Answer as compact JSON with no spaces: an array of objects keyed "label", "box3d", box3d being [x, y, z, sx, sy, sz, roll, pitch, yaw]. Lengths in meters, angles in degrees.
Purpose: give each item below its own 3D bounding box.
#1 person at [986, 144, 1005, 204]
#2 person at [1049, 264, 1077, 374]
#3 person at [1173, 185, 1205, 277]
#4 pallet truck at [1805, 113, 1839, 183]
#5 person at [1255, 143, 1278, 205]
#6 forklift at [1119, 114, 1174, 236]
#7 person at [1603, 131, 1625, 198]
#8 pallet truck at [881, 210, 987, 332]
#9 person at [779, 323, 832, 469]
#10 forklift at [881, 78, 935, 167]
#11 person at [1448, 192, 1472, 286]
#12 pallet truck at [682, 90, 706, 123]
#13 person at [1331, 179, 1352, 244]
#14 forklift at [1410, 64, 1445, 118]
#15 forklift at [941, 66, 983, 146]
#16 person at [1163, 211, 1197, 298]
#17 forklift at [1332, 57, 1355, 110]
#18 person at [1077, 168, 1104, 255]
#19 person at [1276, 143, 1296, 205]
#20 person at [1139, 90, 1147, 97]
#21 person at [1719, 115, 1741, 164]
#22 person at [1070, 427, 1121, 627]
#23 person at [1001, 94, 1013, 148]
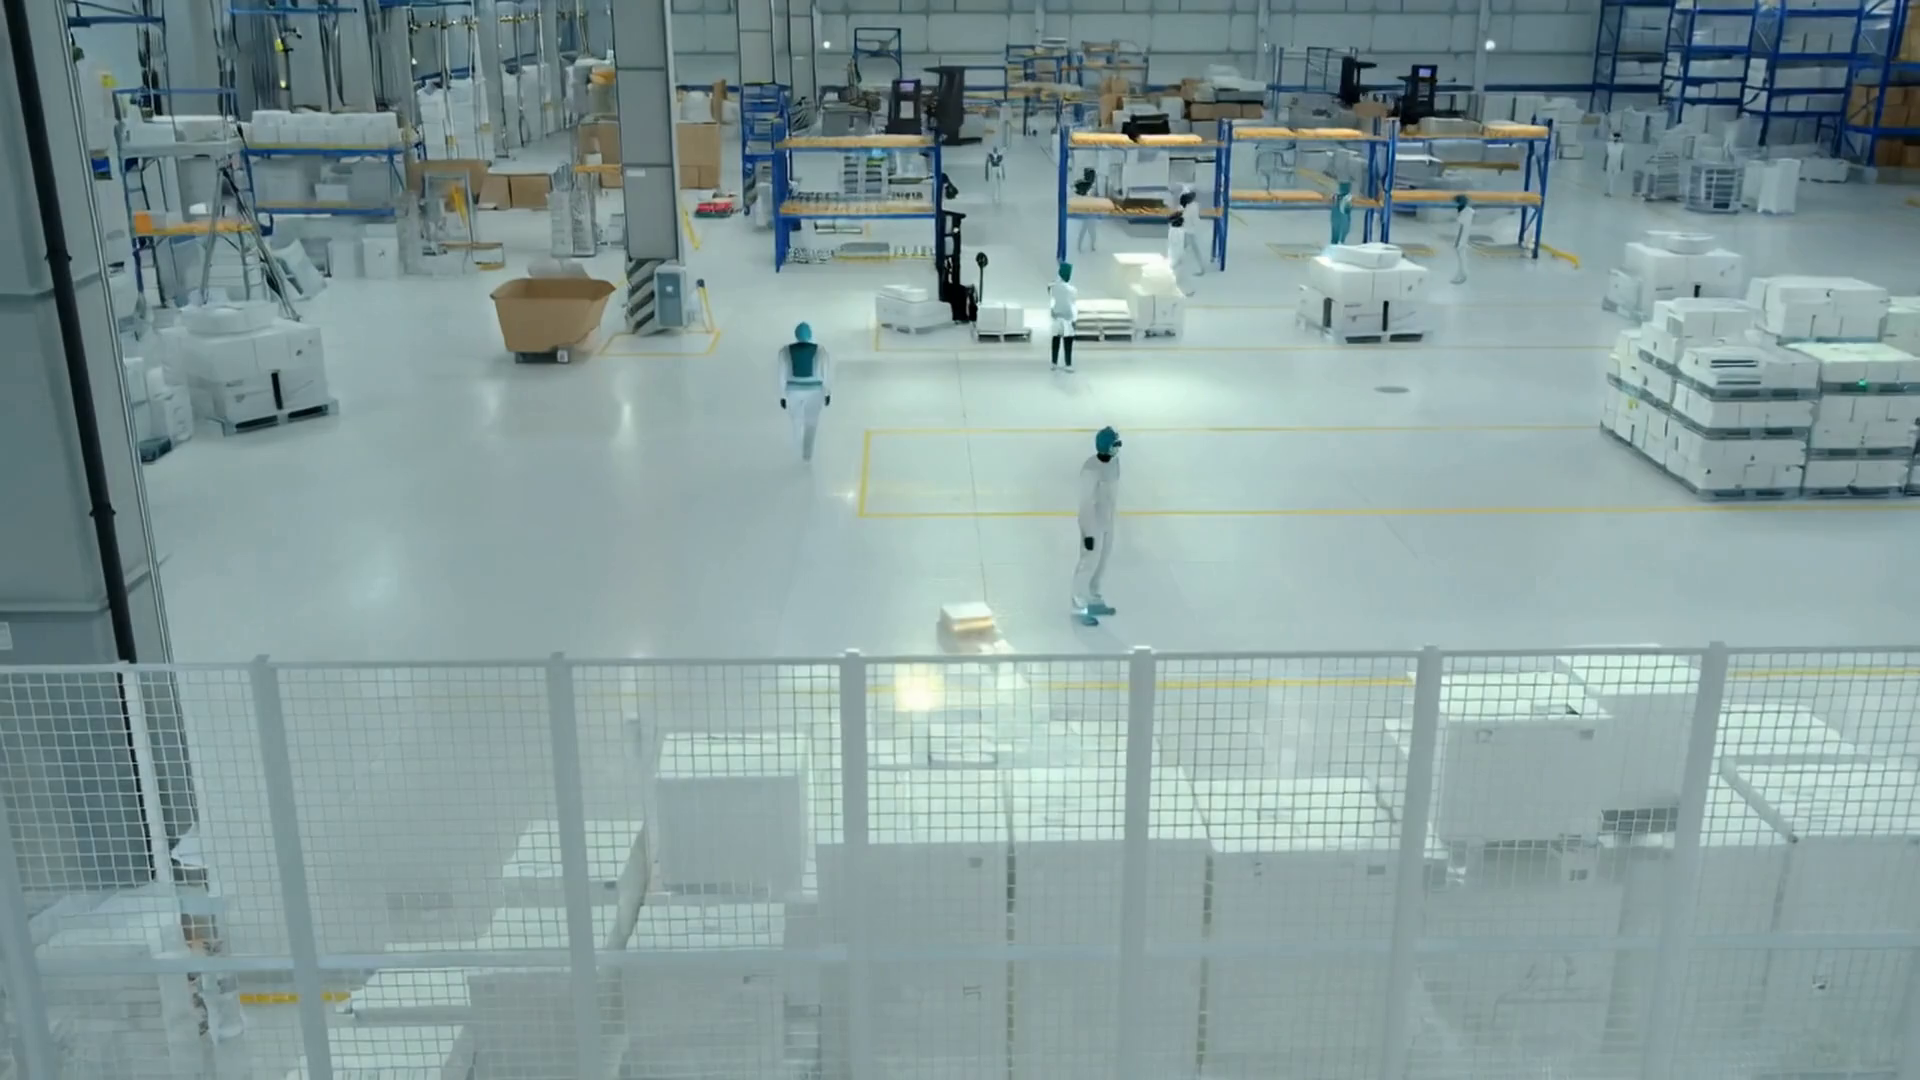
[{"label":"person","box3d":[0.970,-10.100,45.769,0.521,1.610,0.699,0,19,1]},{"label":"person","box3d":[1.620,-3.453,25.936,0.317,1.695,0.540,-18,25,-42]},{"label":"person","box3d":[4.652,-6.345,34.237,0.949,1.869,0.628,-2,19,-6]},{"label":"pallet truck","box3d":[26.403,-11.957,50.702,0.823,1.965,1.885,6,19,16]},{"label":"person","box3d":[8.203,-9.866,44.592,0.628,1.940,0.373,6,20,17]},{"label":"forklift","box3d":[4.530,-8.833,40.073,1.129,2.768,1.873,-1,19,-1]},{"label":"person","box3d":[18.408,-10.564,46.813,0.524,1.832,0.930,4,19,13]},{"label":"pallet truck","box3d":[-0.493,-4.759,29.349,1.885,1.965,0.823,-13,23,-34]},{"label":"person","box3d":[-1.945,-1.863,21.067,0.647,1.791,0.951,0,19,-1]},{"label":"forklift","box3d":[-1.707,-13.628,54.300,1.129,2.768,1.873,-11,21,-29]},{"label":"person","box3d":[10.056,-6.038,33.350,0.310,1.864,0.534,13,23,34]},{"label":"pallet truck","box3d":[-9.671,-15.907,62.421,0.823,1.965,1.885,5,19,15]},{"label":"person","box3d":[8.186,-6.810,35.666,0.344,1.847,0.507,-16,24,-39]},{"label":"forklift","box3d":[17.529,-16.593,63.096,1.873,2.768,1.129,-16,25,-40]},{"label":"forklift","box3d":[-0.165,-16.070,61.545,1.873,2.768,1.129,-10,21,-26]},{"label":"person","box3d":[4.187,-5.451,31.859,0.888,1.701,0.488,-3,19,-9]},{"label":"forklift","box3d":[15.928,-18.471,68.666,1.873,2.768,1.129,-1,19,-1]},{"label":"person","box3d":[2.941,-7.328,37.121,0.758,1.892,0.631,-9,21,-25]},{"label":"person","box3d":[8.764,-9.860,44.755,0.587,1.828,1.015,-5,19,-16]},{"label":"person","box3d":[6.875,-16.143,63.312,1.012,1.885,0.563,-6,19,-16]},{"label":"person","box3d":[25.658,-13.295,55.256,0.643,1.616,0.523,11,21,29]},{"label":"person","box3d":[1.315,-0.137,15.763,0.387,1.927,0.645,11,21,29]},{"label":"person","box3d":[1.698,-15.357,60.901,0.383,1.931,0.629,8,20,23]}]
